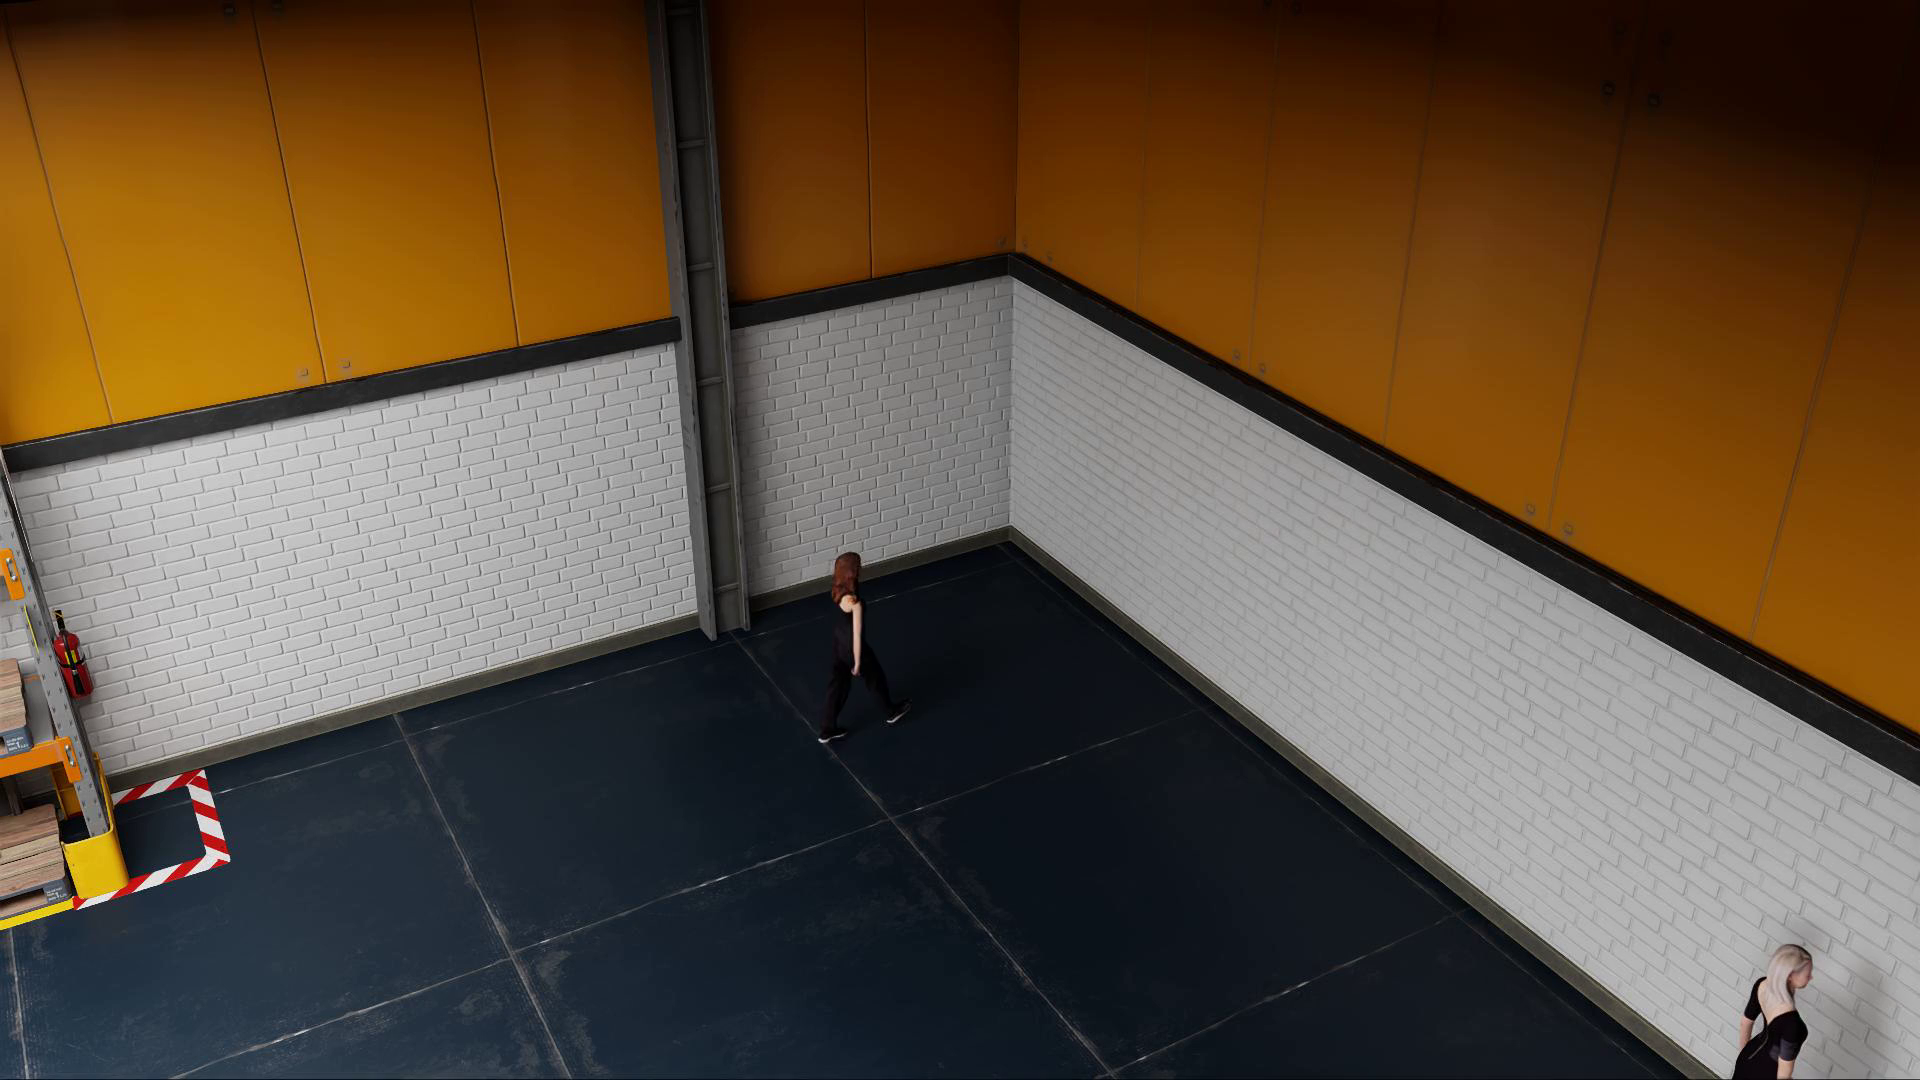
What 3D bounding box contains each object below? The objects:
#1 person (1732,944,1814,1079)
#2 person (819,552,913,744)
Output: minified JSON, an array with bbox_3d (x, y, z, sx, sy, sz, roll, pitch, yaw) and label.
[{"bbox_3d":[4.521,3.029,9.410,0.633,1.830,0.643,-3,29,-5],"label":"person"},{"bbox_3d":[-0.972,0.899,13.443,1.084,1.707,0.684,-20,34,-32],"label":"person"}]
